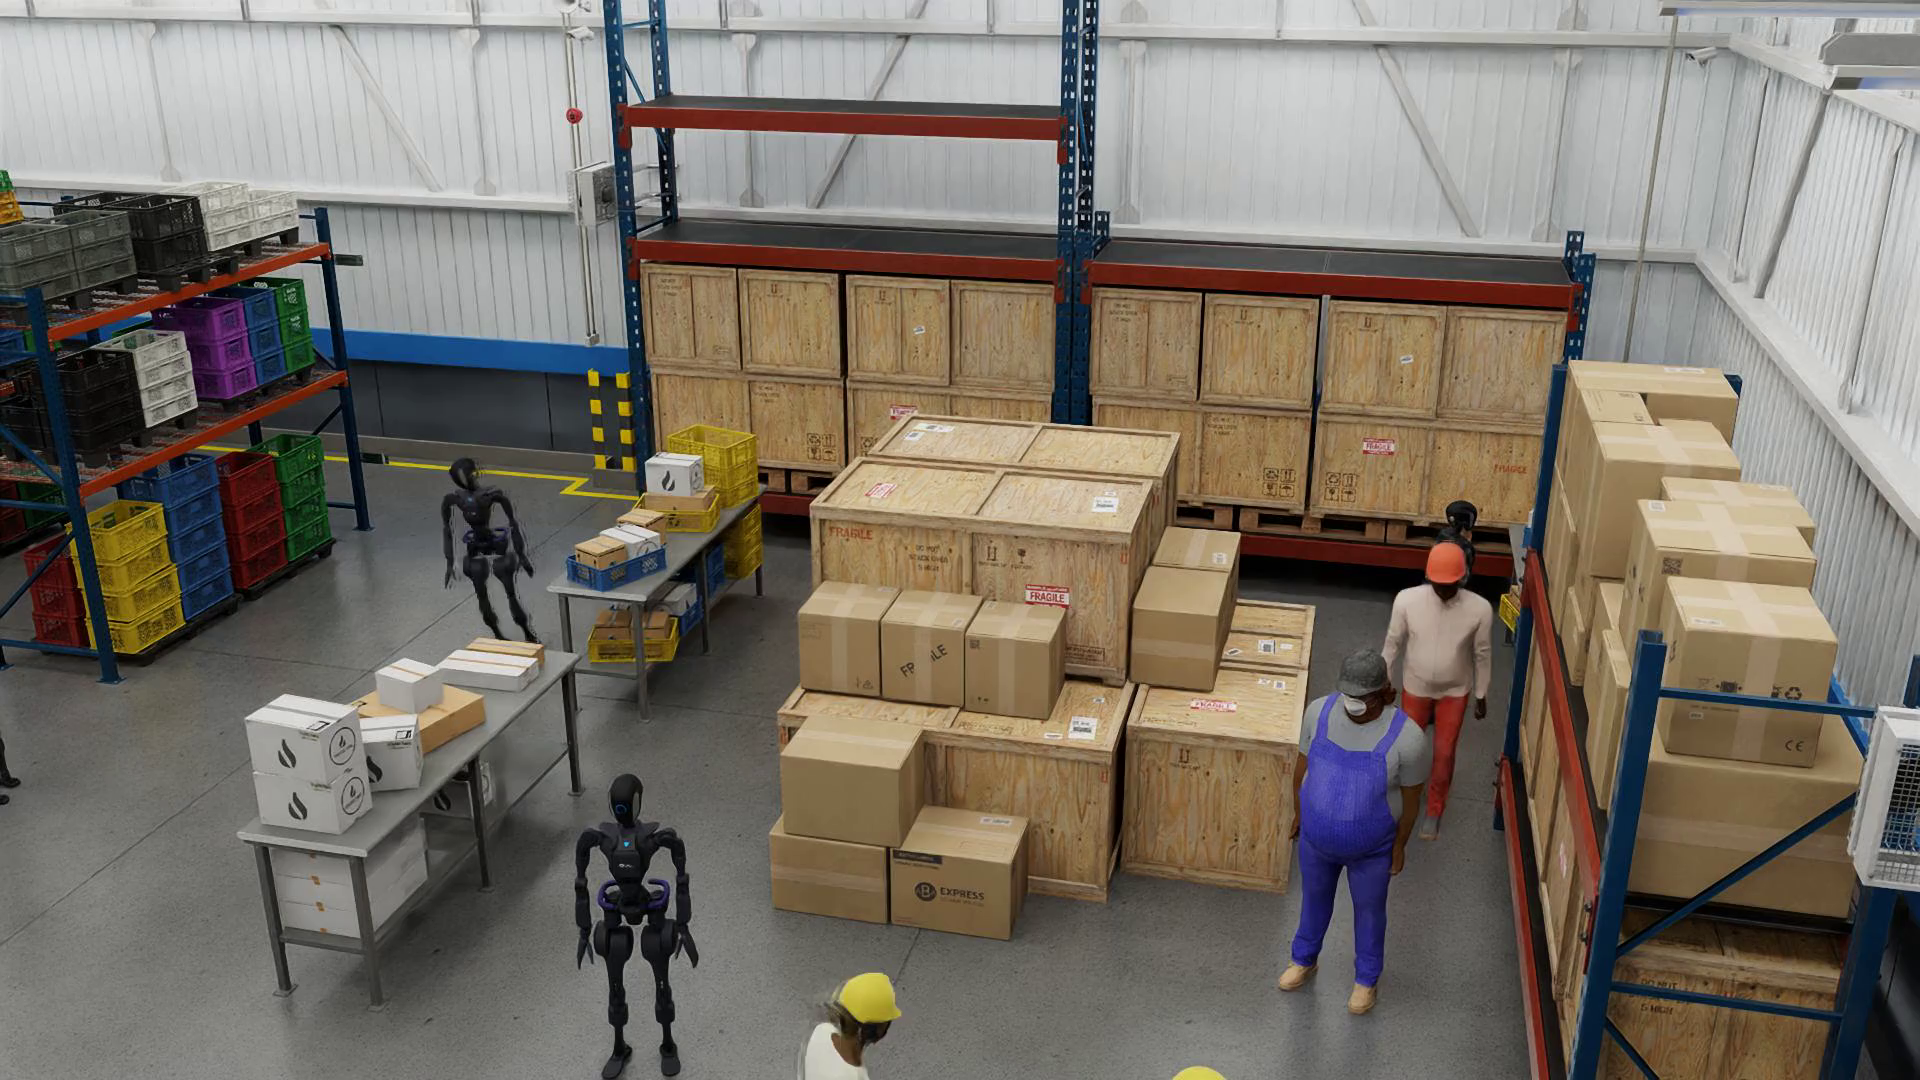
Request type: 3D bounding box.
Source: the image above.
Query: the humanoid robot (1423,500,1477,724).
[{"bbox_3d":[3.447,0.495,11.778,0.327,1.655,0.582,-2,21,-6],"label":"humanoid robot"}]

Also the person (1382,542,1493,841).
[{"bbox_3d":[2.951,0.878,10.367,0.665,1.965,0.639,6,22,15],"label":"person"}]

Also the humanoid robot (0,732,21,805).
[{"bbox_3d":[-6.402,0.917,10.653,0.331,1.657,0.599,-3,21,-7],"label":"humanoid robot"}]

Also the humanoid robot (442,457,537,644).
[{"bbox_3d":[-3.625,0.127,12.760,0.654,1.623,0.434,0,21,0],"label":"humanoid robot"}]

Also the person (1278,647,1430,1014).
[{"bbox_3d":[2.016,1.501,8.641,0.682,2.000,0.538,13,24,30],"label":"person"}]

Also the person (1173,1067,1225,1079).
[{"bbox_3d":[0.795,2.645,5.804,0.586,1.927,0.364,-16,26,-36],"label":"person"}]

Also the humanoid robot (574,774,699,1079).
[{"bbox_3d":[-1.579,1.891,8.105,0.601,1.657,0.328,-1,21,-3],"label":"humanoid robot"}]

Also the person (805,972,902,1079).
[{"bbox_3d":[-0.475,2.479,6.594,1.046,1.660,0.535,-8,22,-20],"label":"person"}]
